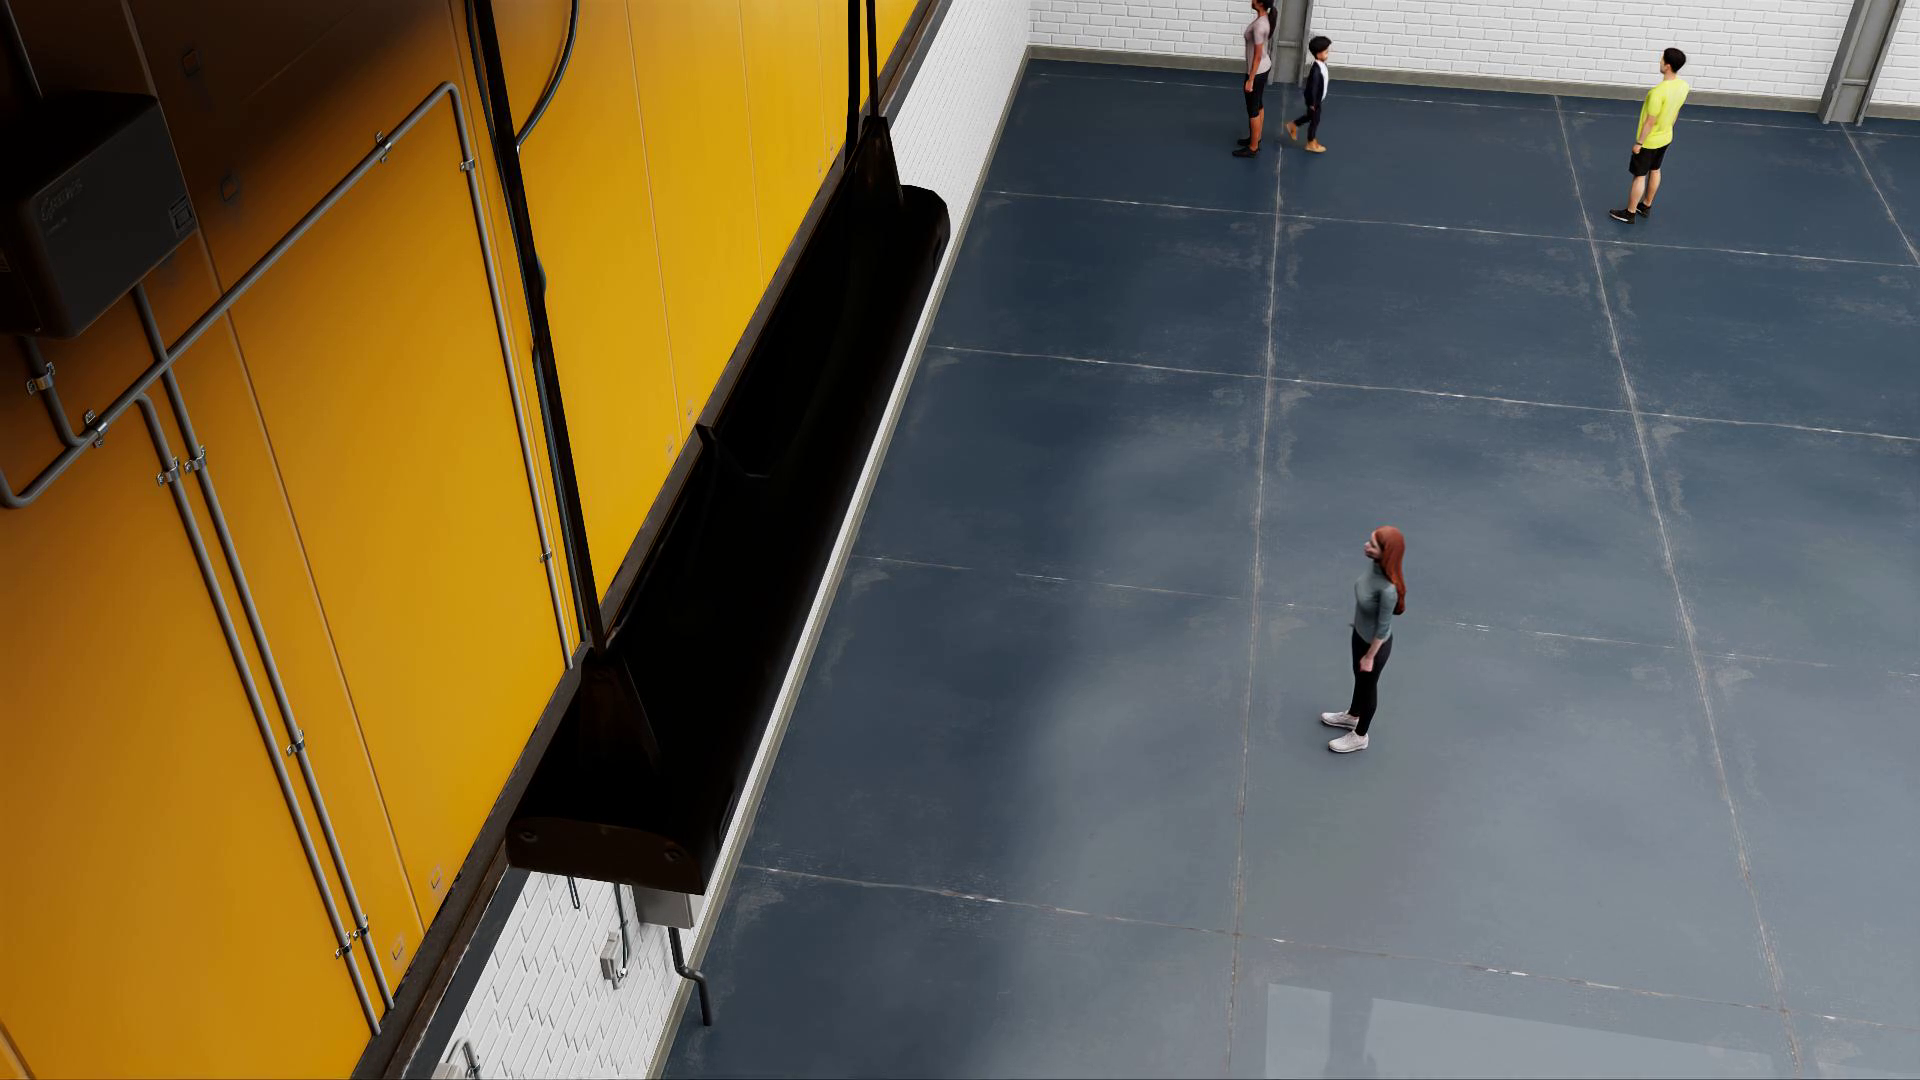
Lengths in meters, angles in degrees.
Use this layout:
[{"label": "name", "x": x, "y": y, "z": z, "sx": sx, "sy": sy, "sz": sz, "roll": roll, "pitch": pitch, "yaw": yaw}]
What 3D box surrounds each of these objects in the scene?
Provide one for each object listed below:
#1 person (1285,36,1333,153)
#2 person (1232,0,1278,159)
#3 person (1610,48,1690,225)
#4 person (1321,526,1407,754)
[{"label": "person", "x": 3.641, "y": -4.639, "z": 17.272, "sx": 0.749, "sy": 1.215, "sz": 0.594, "roll": 15, "pitch": 41, "yaw": 18}, {"label": "person", "x": 3.044, "y": -4.789, "z": 17.034, "sx": 0.579, "sy": 1.746, "sz": 0.642, "roll": 13, "pitch": 40, "yaw": 15}, {"label": "person", "x": 6.652, "y": -3.871, "z": 15.915, "sx": 0.684, "sy": 1.708, "sz": 0.754, "roll": -22, "pitch": 44, "yaw": -25}, {"label": "person", "x": 2.534, "y": 0.612, "z": 10.274, "sx": 0.562, "sy": 1.742, "sz": 0.595, "roll": 3, "pitch": 39, "yaw": 4}]
